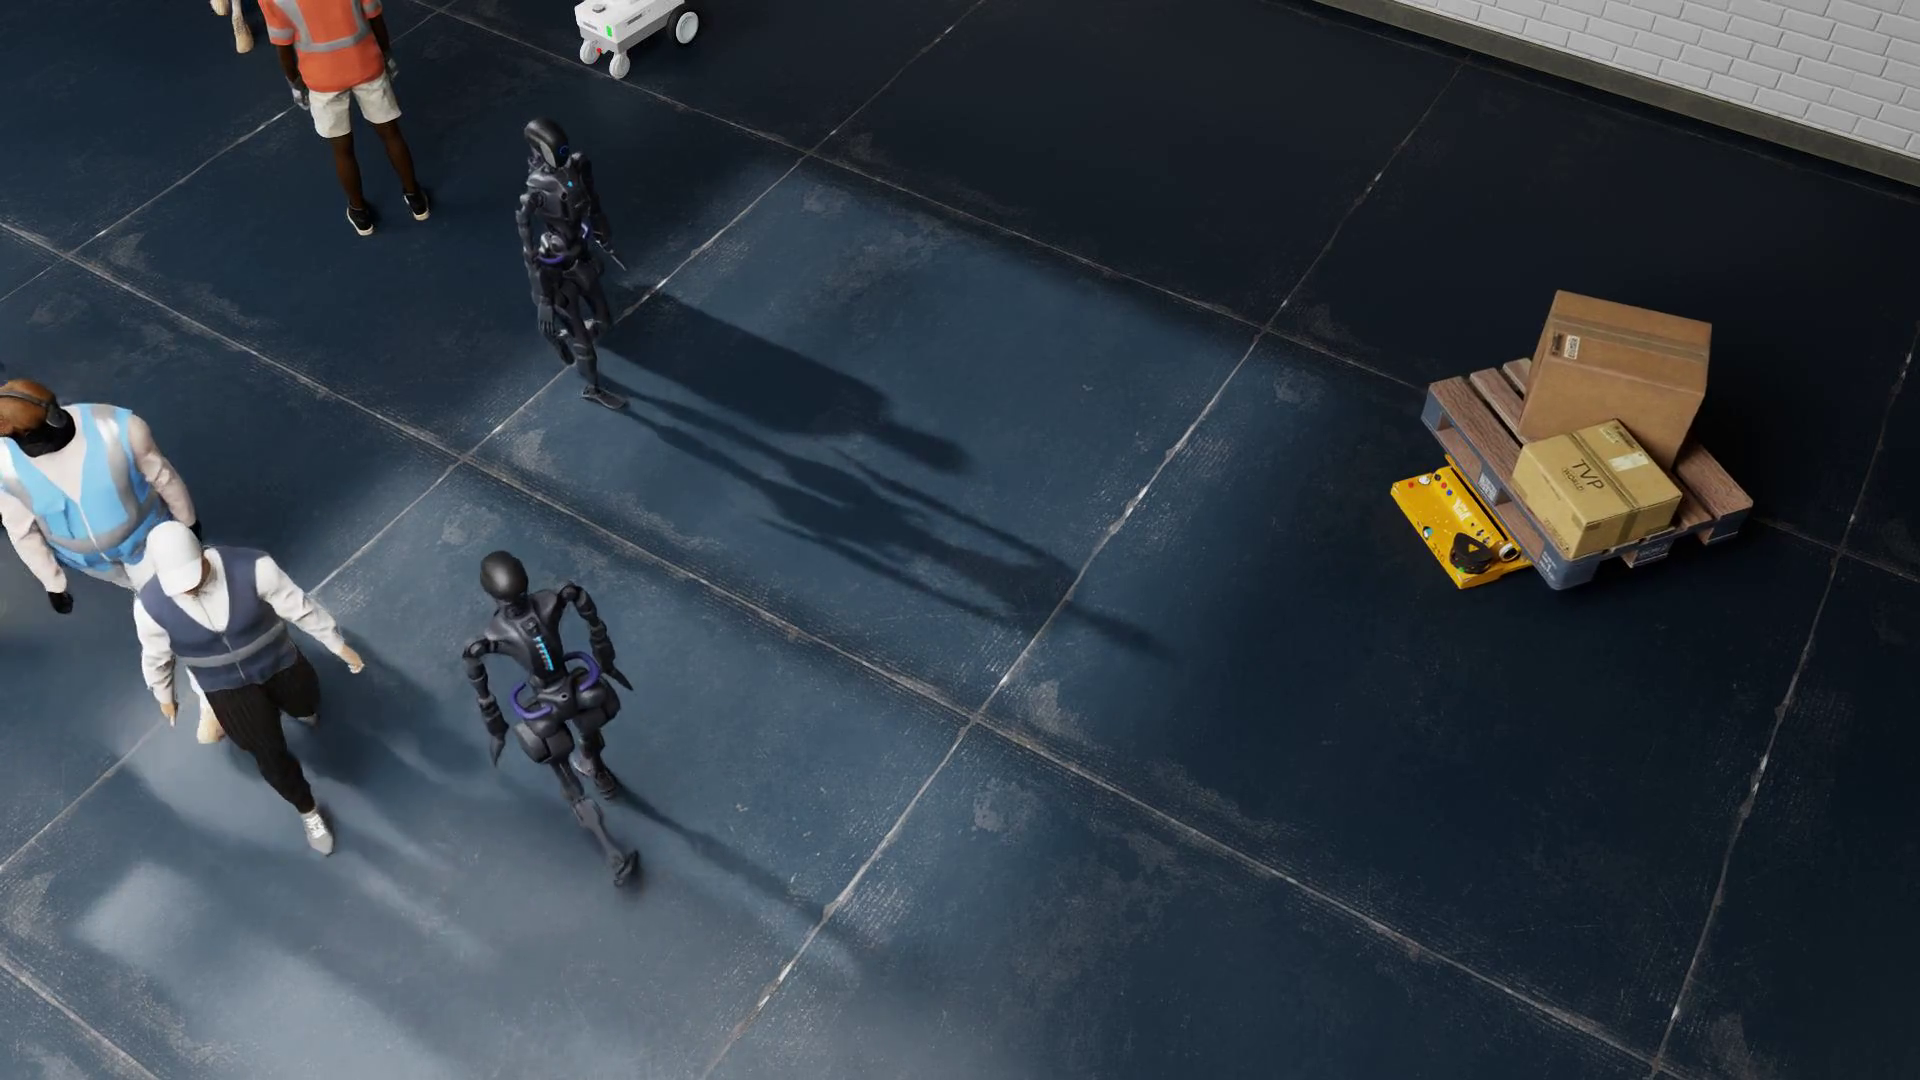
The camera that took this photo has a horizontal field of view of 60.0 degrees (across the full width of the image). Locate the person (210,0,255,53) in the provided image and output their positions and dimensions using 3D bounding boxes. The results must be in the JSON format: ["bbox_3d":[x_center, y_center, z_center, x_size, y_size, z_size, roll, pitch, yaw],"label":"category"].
[{"bbox_3d":[-4.723,-3.922,10.184,0.487,1.876,0.552,-14,50,-12],"label":"person"}]

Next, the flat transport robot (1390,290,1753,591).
[{"bbox_3d":[2.878,-0.232,8.018,1.431,0.231,0.659,-15,51,-13],"label":"flat transport robot"}]

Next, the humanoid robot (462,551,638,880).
[{"bbox_3d":[-1.490,0.660,6.331,0.601,1.637,0.678,-31,56,-24],"label":"humanoid robot"}]

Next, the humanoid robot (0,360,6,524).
[{"bbox_3d":[-4.789,-0.842,7.652,0.600,1.622,0.815,-11,50,-10],"label":"humanoid robot"}]

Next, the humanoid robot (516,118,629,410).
[{"bbox_3d":[-1.953,-1.344,8.058,0.538,1.637,0.594,21,52,18],"label":"humanoid robot"}]

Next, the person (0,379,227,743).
[{"bbox_3d":[-3.427,0.057,6.758,0.636,1.785,0.981,-14,50,-12],"label":"person"}]

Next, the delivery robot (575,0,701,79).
[{"bbox_3d":[-2.062,-3.343,10.560,0.499,0.614,0.803,30,55,24],"label":"delivery robot"}]

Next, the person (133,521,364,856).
[{"bbox_3d":[-2.765,0.445,6.455,0.741,1.728,0.784,-26,54,-21],"label":"person"}]

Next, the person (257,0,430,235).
[{"bbox_3d":[-3.318,-2.537,8.917,0.602,1.955,0.387,-23,53,-19],"label":"person"}]
